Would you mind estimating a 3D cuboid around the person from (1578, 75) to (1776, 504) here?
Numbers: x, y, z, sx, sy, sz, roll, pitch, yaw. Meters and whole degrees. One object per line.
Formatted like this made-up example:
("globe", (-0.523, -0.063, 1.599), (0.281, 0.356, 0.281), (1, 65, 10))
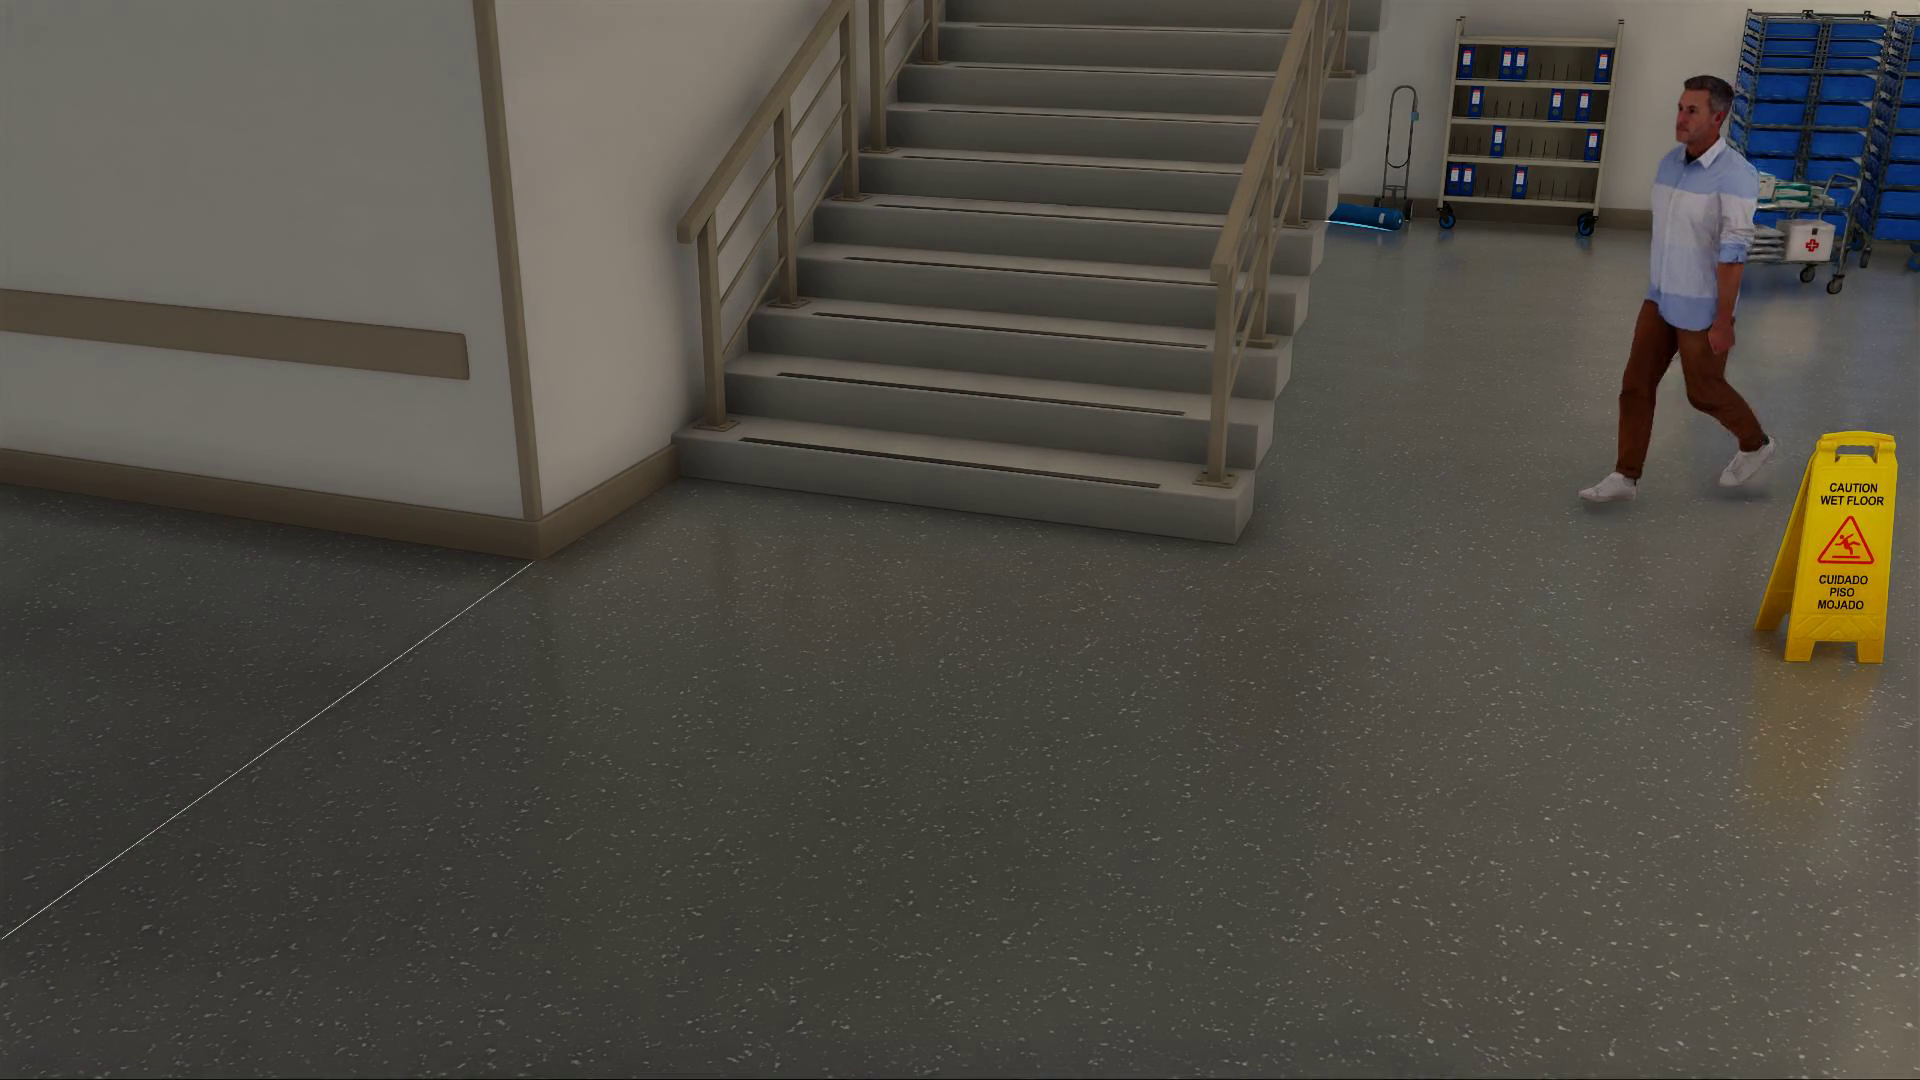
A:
("person", (3.136, -1.003, 6.989), (1.190, 1.792, 1.179), (-7, 22, -19))
